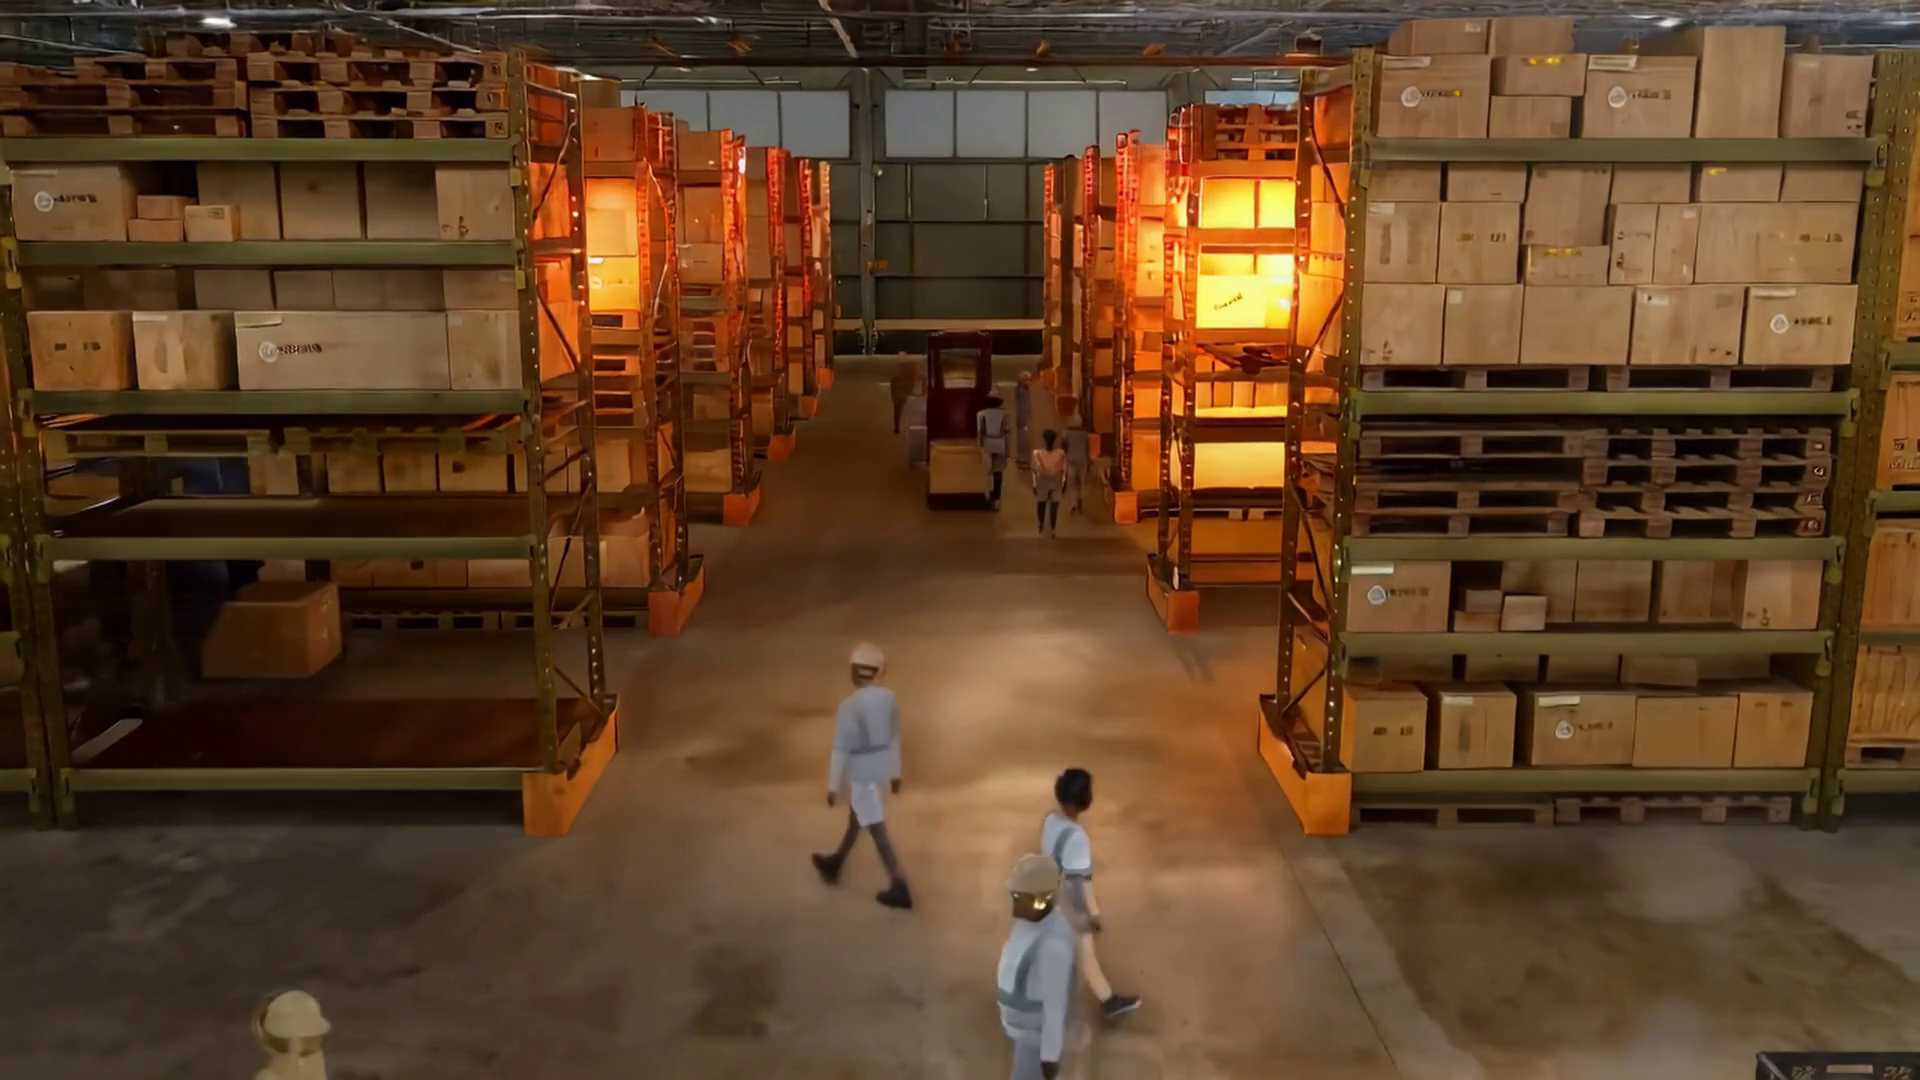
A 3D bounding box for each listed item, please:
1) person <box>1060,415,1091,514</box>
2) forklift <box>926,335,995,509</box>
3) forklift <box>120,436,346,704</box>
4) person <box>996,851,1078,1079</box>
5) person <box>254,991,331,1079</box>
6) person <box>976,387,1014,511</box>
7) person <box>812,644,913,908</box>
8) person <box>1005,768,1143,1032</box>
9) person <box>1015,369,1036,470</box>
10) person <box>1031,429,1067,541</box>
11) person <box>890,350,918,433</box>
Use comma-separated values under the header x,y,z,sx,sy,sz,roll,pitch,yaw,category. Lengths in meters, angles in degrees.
x,y,z,sx,sy,sz,roll,pitch,yaw,category
1.871,-1.257,27.128,0.519,1.579,0.842,0,11,1,person
0.002,-2.014,27.680,1.129,2.768,1.873,0,11,-2,forklift
-7.389,0.187,16.774,1.873,2.768,1.129,0,11,-1,forklift
0.448,2.417,8.397,0.691,1.811,0.593,-1,11,-6,person
-2.731,2.727,7.041,0.840,1.729,0.546,1,11,5,person
0.571,-1.470,27.107,0.632,2.025,0.444,2,12,12,person
-0.710,1.677,11.941,1.004,1.854,0.583,9,14,37,person
0.673,2.170,9.992,0.887,1.648,0.536,-1,12,-7,person
1.244,-2.279,31.454,0.398,1.898,0.646,1,11,5,person
1.328,-0.817,24.734,0.535,1.685,0.361,0,11,-2,person
-1.208,-3.187,36.075,0.648,1.852,1.039,-3,12,-13,person
